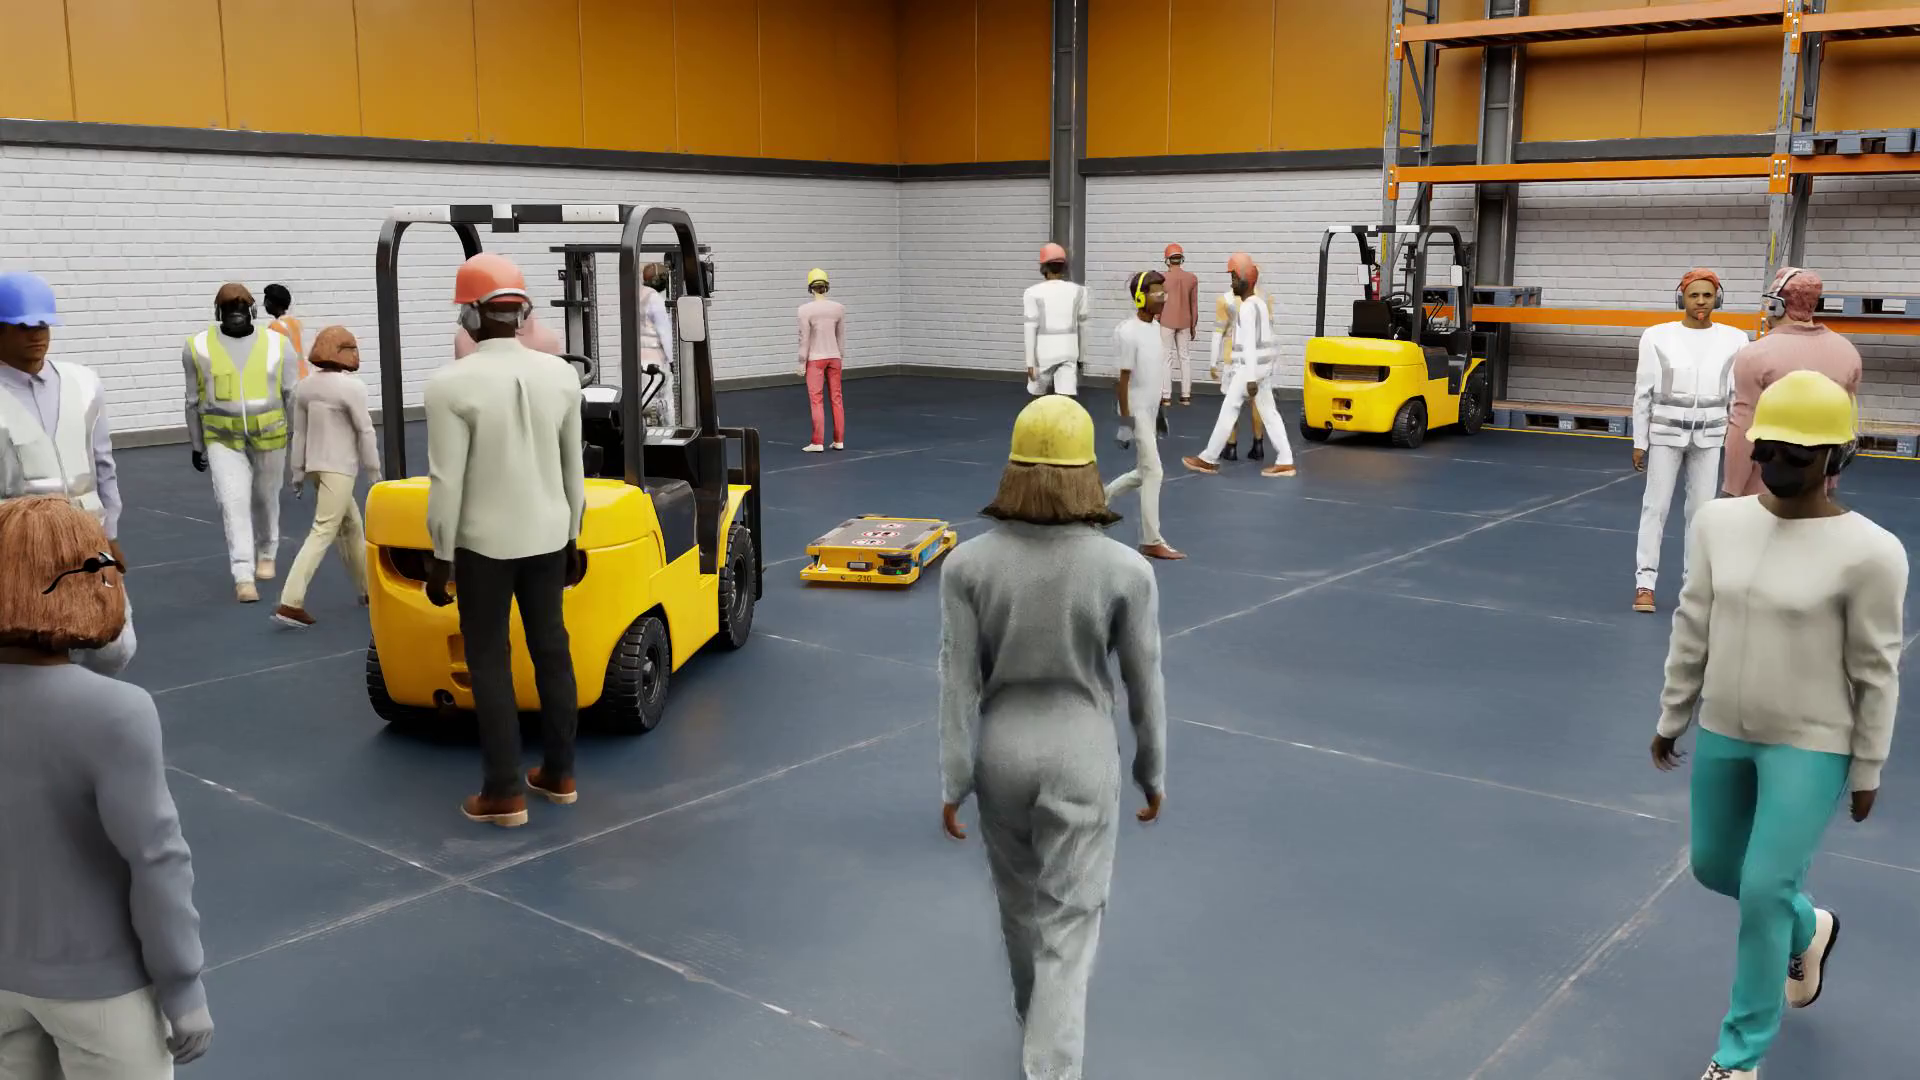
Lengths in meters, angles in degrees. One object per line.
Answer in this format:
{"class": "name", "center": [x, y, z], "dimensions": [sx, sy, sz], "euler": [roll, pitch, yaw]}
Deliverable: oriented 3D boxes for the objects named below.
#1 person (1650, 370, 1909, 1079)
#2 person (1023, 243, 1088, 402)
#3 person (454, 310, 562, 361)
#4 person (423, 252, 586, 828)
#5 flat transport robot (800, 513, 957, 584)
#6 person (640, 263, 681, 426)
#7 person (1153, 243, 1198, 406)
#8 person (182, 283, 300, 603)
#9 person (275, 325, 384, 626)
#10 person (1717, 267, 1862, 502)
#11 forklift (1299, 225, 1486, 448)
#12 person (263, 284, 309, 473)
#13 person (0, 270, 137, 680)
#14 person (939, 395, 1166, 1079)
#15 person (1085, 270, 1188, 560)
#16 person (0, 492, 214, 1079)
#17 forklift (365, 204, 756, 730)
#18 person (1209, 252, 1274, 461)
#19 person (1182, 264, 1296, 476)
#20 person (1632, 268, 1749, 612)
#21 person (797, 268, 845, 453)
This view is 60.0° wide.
{"class": "person", "center": [1.988, 0.455, 3.992], "dimensions": [0.718, 1.743, 0.529], "euler": [-6, 12, -30]}
{"class": "person", "center": [0.836, -1.664, 15.047], "dimensions": [0.627, 1.996, 0.998], "euler": [-2, 10, -11]}
{"class": "person", "center": [-2.489, -0.557, 9.188], "dimensions": [0.667, 1.891, 0.531], "euler": [3, 11, 17]}
{"class": "person", "center": [-1.594, -0.005, 5.855], "dimensions": [0.395, 1.993, 0.622], "euler": [9, 14, 42]}
{"class": "flat transport robot", "center": [-0.481, 0.041, 10.375], "dimensions": [0.652, 0.197, 1.431], "euler": [2, 10, 11]}
{"class": "person", "center": [-2.871, -1.792, 16.271], "dimensions": [0.866, 1.807, 0.651], "euler": [-5, 12, -28]}
{"class": "person", "center": [2.636, -2.655, 20.545], "dimensions": [0.623, 1.989, 0.399], "euler": [-3, 11, -18]}
{"class": "person", "center": [-4.138, -0.593, 9.670], "dimensions": [0.639, 1.801, 0.944], "euler": [-5, 11, -25]}
{"class": "person", "center": [-3.394, -0.357, 8.937], "dimensions": [0.485, 1.587, 0.874], "euler": [7, 12, 34]}
{"class": "person", "center": [3.734, -0.279, 7.605], "dimensions": [0.641, 1.913, 0.410], "euler": [-3, 11, -17]}
{"class": "forklift", "center": [4.449, -2.115, 16.993], "dimensions": [1.214, 2.155, 2.313], "euler": [8, 13, 38]}
{"class": "person", "center": [-5.913, -1.375, 14.394], "dimensions": [0.837, 1.650, 0.541], "euler": [0, 10, -1]}
{"class": "person", "center": [-3.227, 0.026, 5.851], "dimensions": [0.442, 1.929, 0.645], "euler": [6, 12, 30]}
{"class": "person", "center": [0.209, 0.519, 3.783], "dimensions": [0.503, 1.694, 0.917], "euler": [2, 10, 11]}
{"class": "person", "center": [1.110, -0.808, 10.701], "dimensions": [0.749, 1.853, 0.521], "euler": [5, 11, 25]}
{"class": "person", "center": [-1.464, 0.733, 2.762], "dimensions": [0.497, 1.634, 0.278], "euler": [3, 11, 18]}
{"class": "forklift", "center": [-1.766, -0.406, 7.525], "dimensions": [1.214, 2.155, 2.313], "euler": [1, 10, 7]}
{"class": "person", "center": [2.593, -1.679, 15.325], "dimensions": [0.590, 1.928, 0.412], "euler": [-2, 10, -11]}
{"class": "person", "center": [2.471, -1.456, 14.365], "dimensions": [1.010, 1.825, 0.596], "euler": [5, 11, 26]}
{"class": "person", "center": [3.968, -0.531, 9.081], "dimensions": [0.572, 1.883, 0.356], "euler": [2, 10, 11]}
{"class": "person", "center": [-1.340, -1.718, 15.991], "dimensions": [0.524, 1.764, 0.329], "euler": [-8, 13, -36]}
